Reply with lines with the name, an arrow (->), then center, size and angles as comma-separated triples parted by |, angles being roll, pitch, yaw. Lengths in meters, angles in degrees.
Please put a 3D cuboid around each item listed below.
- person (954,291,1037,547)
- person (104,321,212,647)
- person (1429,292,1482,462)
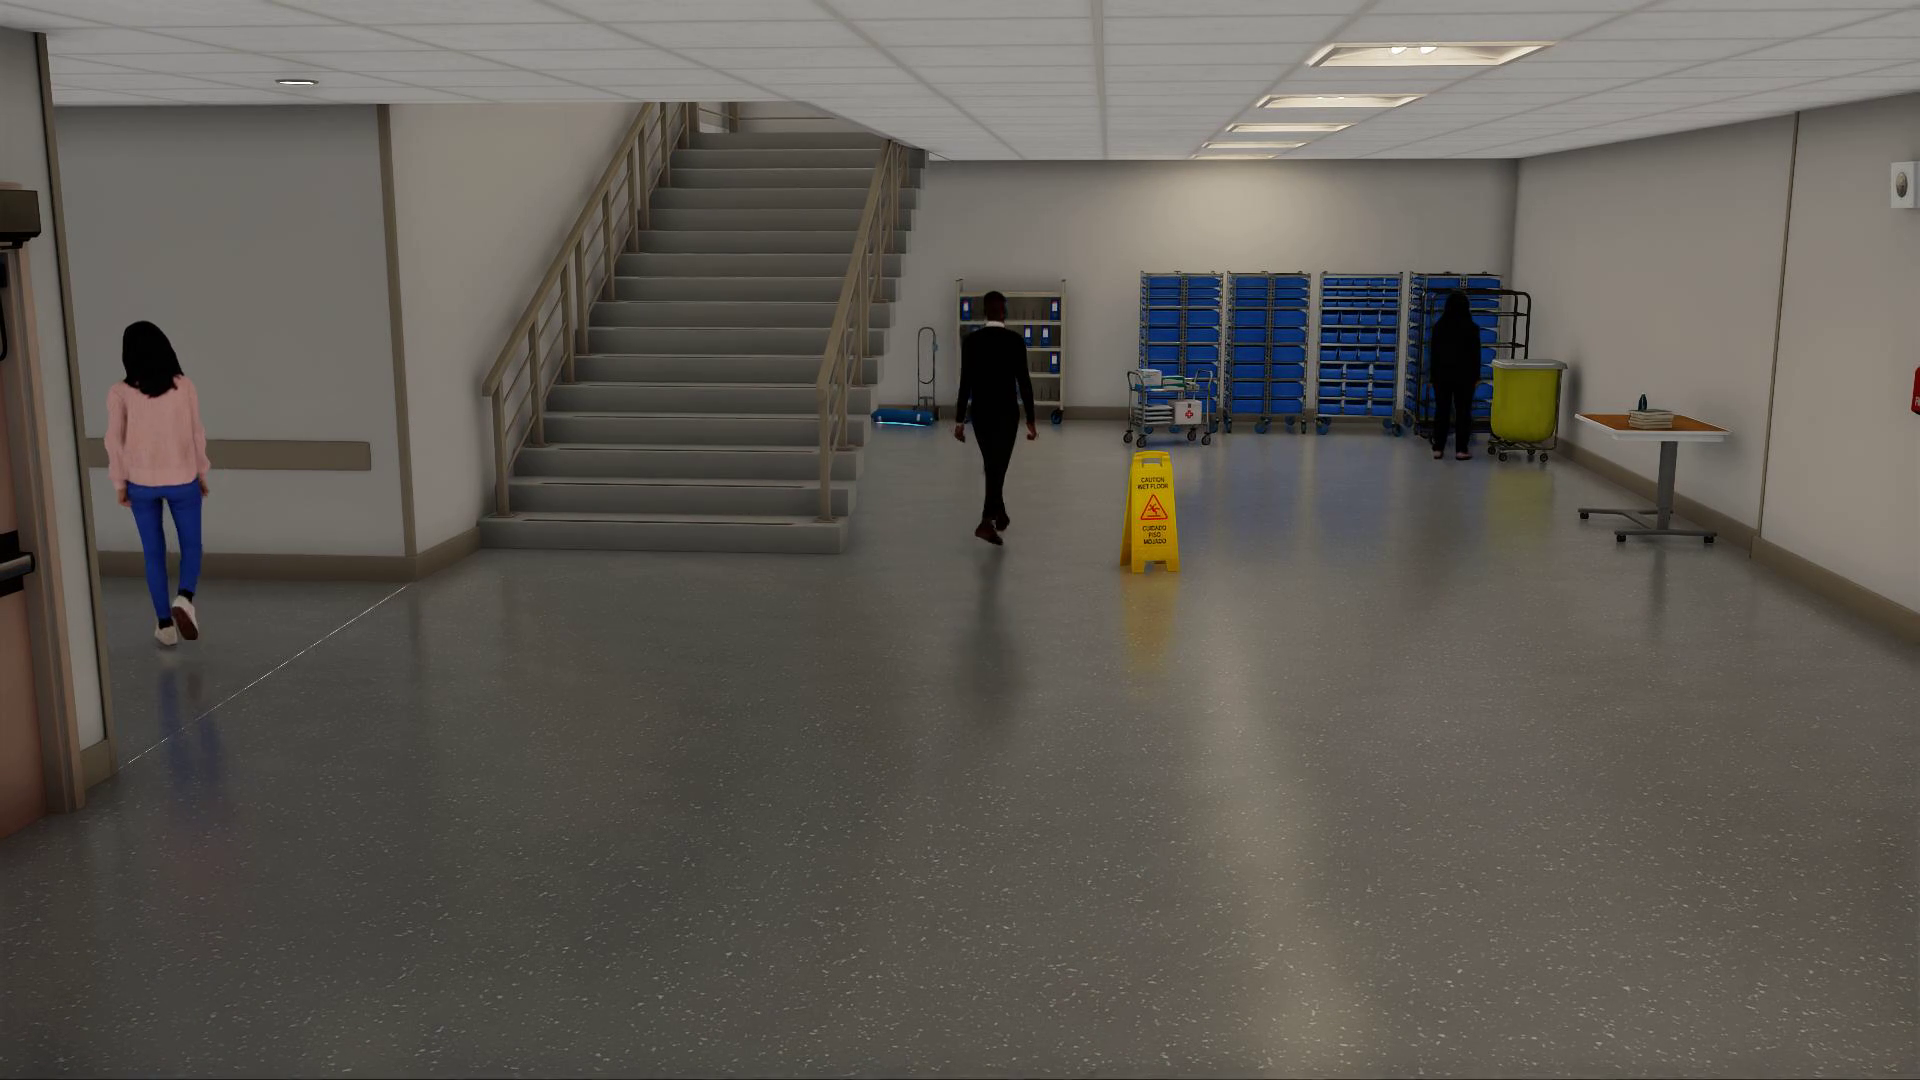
person -> 0.227, -0.836, 11.782 | 0.855, 1.765, 1.294 | 3, 11, 16
person -> -4.214, -0.267, 8.807 | 0.913, 1.756, 1.034 | -5, 12, -25
person -> 4.805, -1.594, 16.174 | 0.745, 1.617, 0.758 | 6, 12, 29
